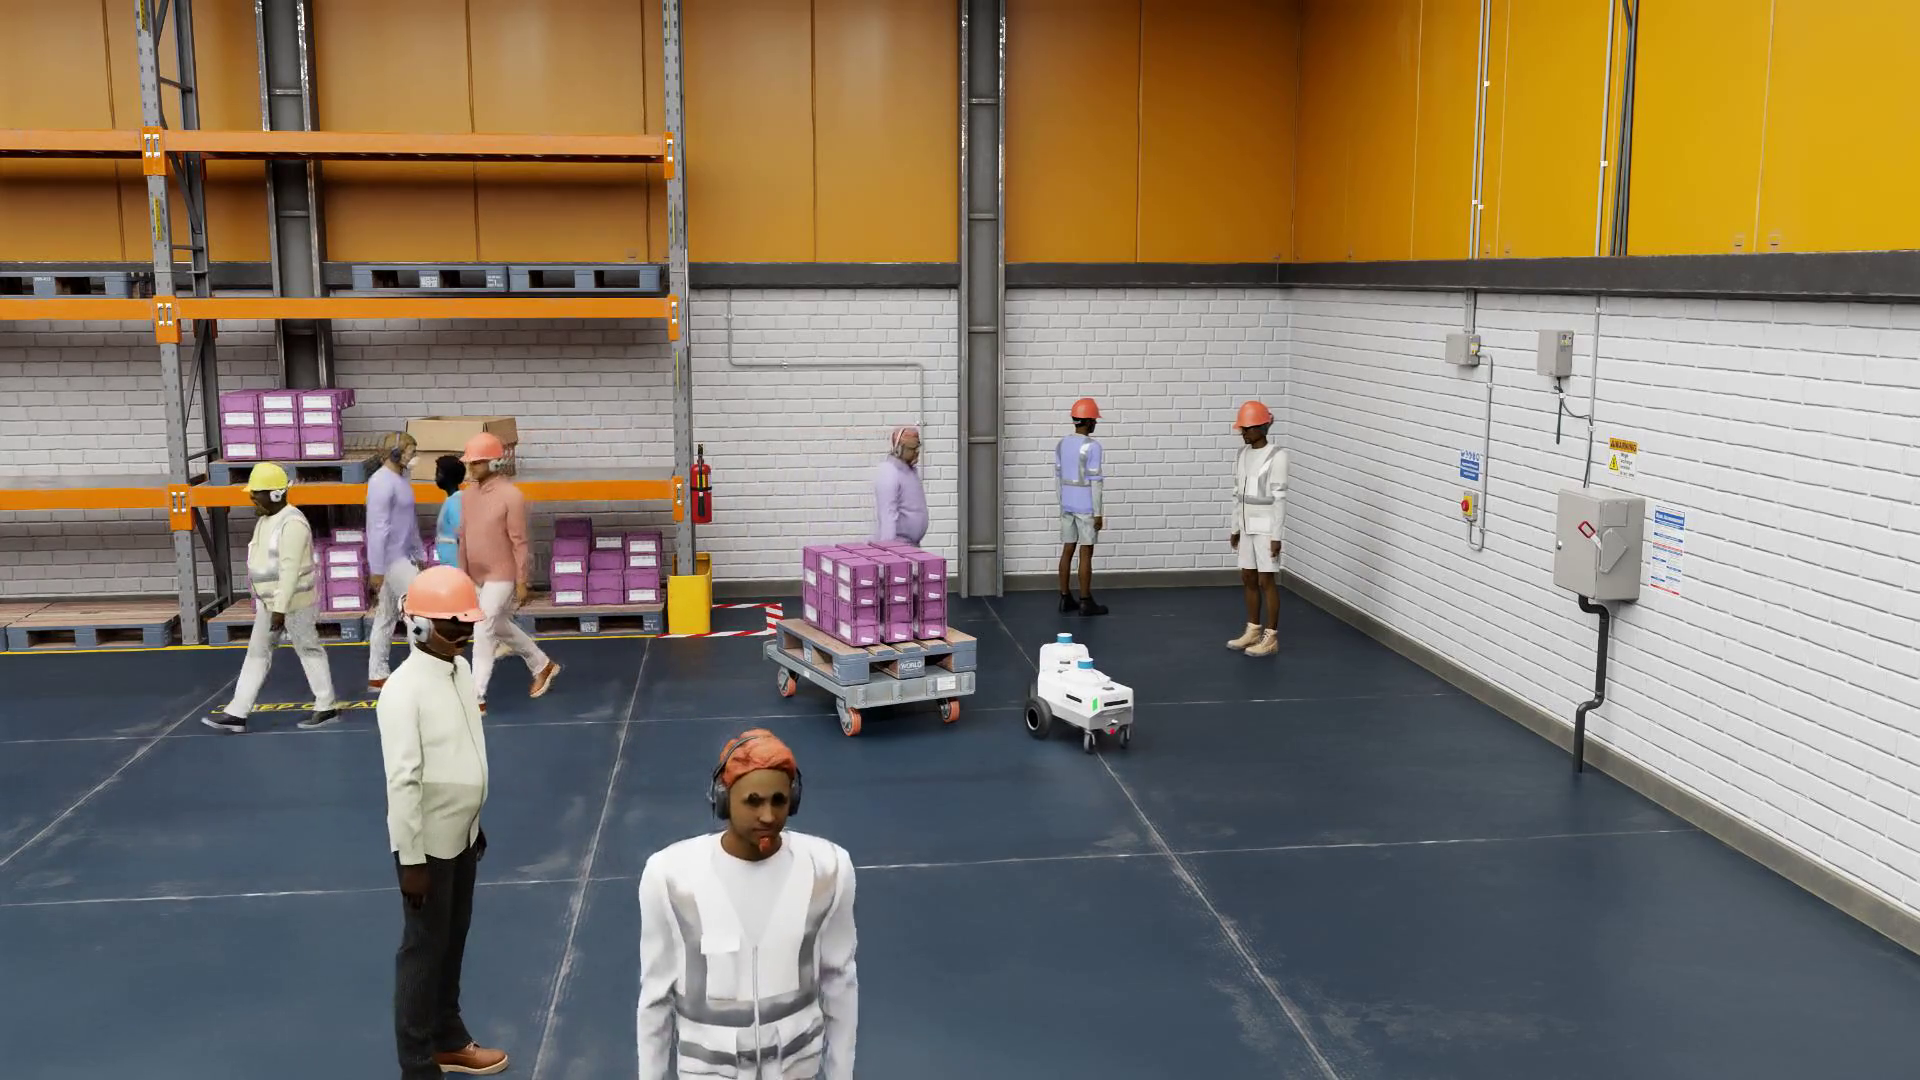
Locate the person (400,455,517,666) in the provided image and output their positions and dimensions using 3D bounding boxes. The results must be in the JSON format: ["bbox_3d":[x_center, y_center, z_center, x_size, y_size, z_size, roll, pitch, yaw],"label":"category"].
[{"bbox_3d":[-3.854,0.160,12.837,0.888,1.654,0.536,-2,9,-13],"label":"person"}]

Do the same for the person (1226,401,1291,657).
[{"bbox_3d":[2.350,-0.093,13.244,0.412,2.033,0.613,-5,10,-27],"label":"person"}]

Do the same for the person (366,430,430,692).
[{"bbox_3d":[-3.935,0.167,11.972,0.824,1.906,0.651,-1,9,-8],"label":"person"}]

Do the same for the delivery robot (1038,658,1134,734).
[{"bbox_3d":[0.805,1.002,10.700,0.477,0.478,0.707,-5,10,-29],"label":"delivery robot"}]

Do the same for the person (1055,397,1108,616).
[{"bbox_3d":[1.087,-0.298,14.801,0.379,1.937,0.547,-7,12,-37],"label":"person"}]

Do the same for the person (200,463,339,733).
[{"bbox_3d":[-4.531,0.398,10.887,0.610,1.786,0.895,9,13,44],"label":"person"}]

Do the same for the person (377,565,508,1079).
[{"bbox_3d":[-1.880,1.073,6.073,0.399,1.989,0.623,1,9,4],"label":"person"}]

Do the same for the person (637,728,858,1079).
[{"bbox_3d":[-0.561,1.400,4.420,0.596,1.864,0.468,-3,10,-17],"label":"person"}]

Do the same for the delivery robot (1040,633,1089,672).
[{"bbox_3d":[0.718,0.884,11.433,0.477,0.478,0.707,1,9,3],"label":"delivery robot"}]

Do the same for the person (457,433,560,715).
[{"bbox_3d":[-3.198,0.216,11.548,0.632,1.959,0.971,8,12,39],"label":"person"}]

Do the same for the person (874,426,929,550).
[{"bbox_3d":[-0.531,0.040,12.860,0.649,1.879,0.687,2,9,14],"label":"person"}]
